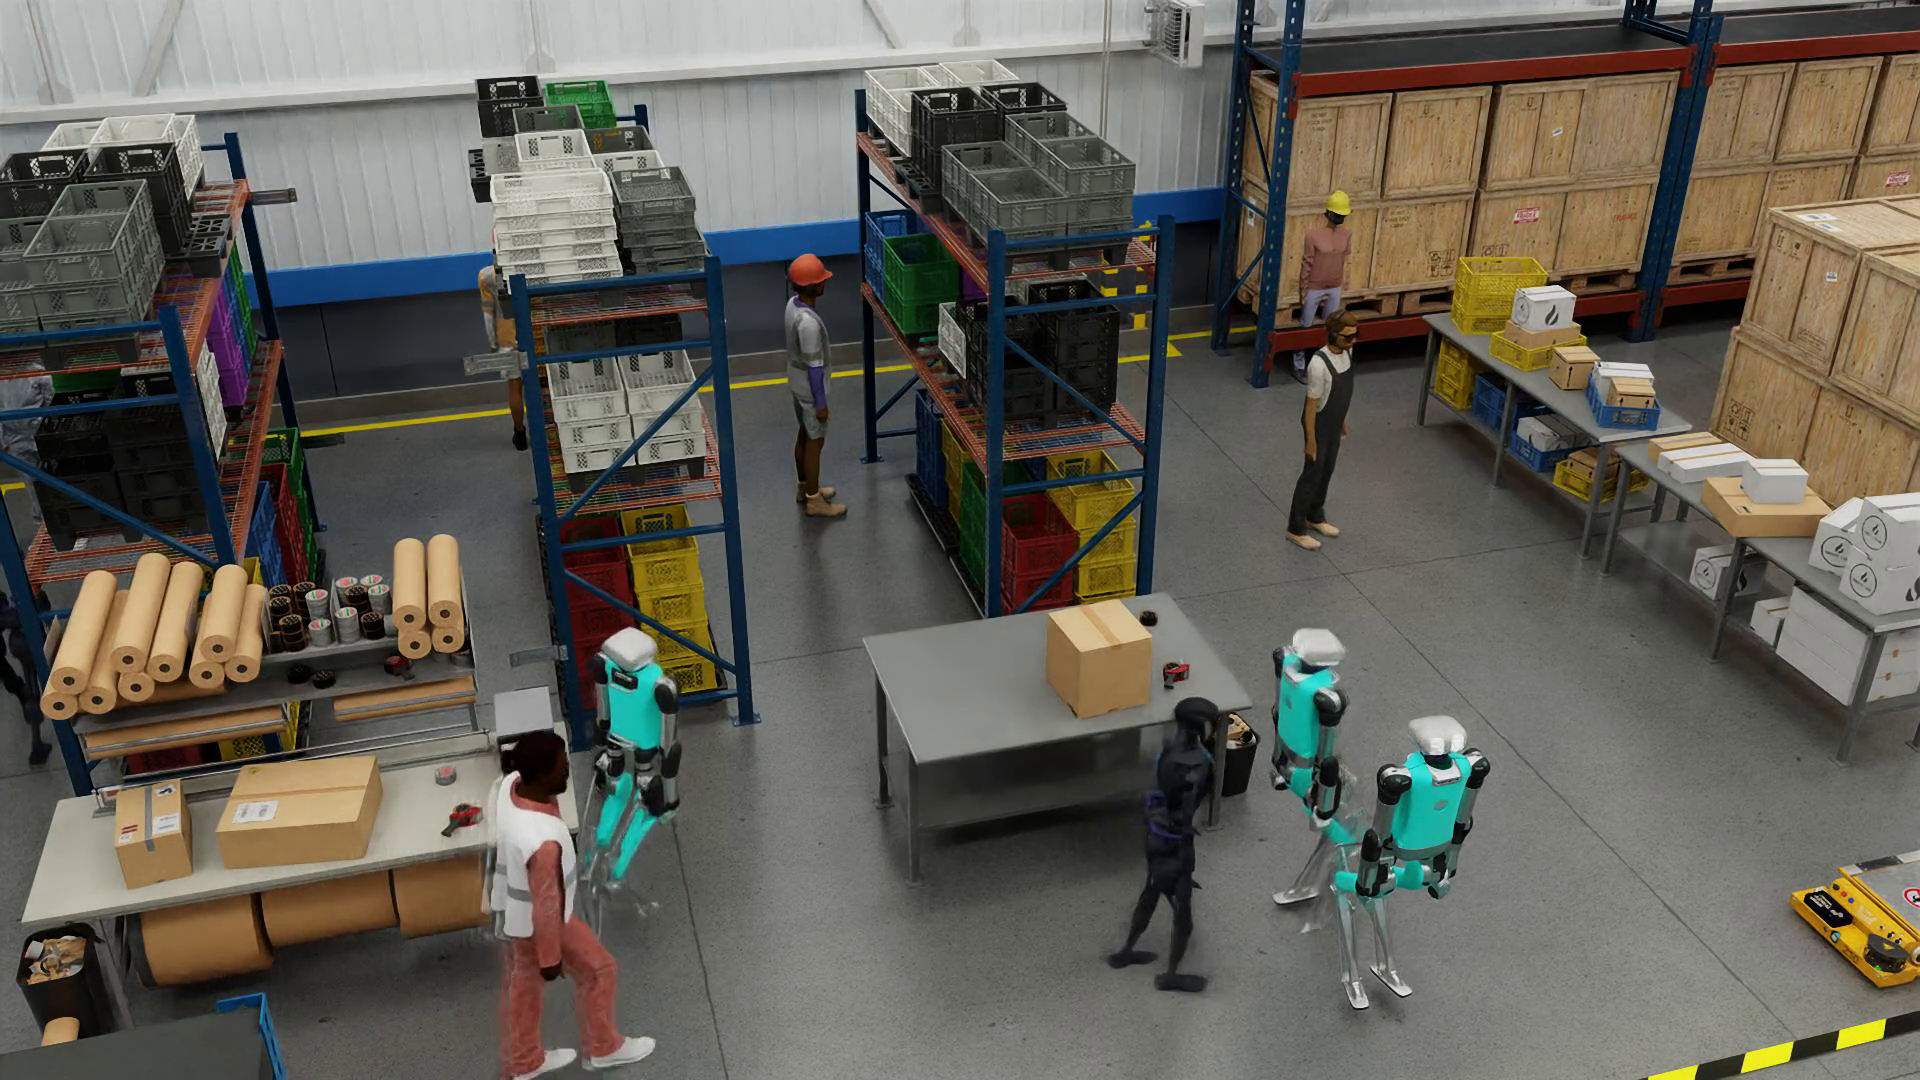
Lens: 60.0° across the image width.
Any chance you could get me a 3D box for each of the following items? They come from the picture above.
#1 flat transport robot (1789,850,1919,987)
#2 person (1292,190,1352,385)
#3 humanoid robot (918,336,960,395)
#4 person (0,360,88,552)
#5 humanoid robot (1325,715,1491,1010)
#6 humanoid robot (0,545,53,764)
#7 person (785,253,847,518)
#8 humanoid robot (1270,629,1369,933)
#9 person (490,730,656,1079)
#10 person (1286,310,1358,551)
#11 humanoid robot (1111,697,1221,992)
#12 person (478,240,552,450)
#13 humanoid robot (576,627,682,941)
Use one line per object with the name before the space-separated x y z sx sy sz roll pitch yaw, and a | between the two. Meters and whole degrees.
flat transport robot | 5.163 1.916 8.676 1.431 0.231 0.659 -8 30 -14
person | 3.222 -2.229 14.673 0.522 1.761 0.336 -10 30 -18
humanoid robot | -0.121 -2.008 14.325 0.664 1.830 0.547 12 31 21
person | -6.660 -0.725 11.947 0.485 1.744 0.294 -1 29 -2
humanoid robot | 2.029 1.438 7.880 0.533 1.677 0.735 -8 30 -15
humanoid robot | -5.673 0.496 9.842 0.600 1.623 0.785 -8 30 -14
person | -1.093 -1.145 12.400 0.360 2.047 0.612 -9 30 -16
humanoid robot | 1.895 1.196 8.426 0.678 1.770 0.540 -10 30 -18
person | -1.778 1.639 7.492 0.786 1.888 0.607 -17 33 -28
person | 2.631 -0.799 11.993 0.336 1.838 0.505 21 35 33
humanoid robot | 1.001 1.464 8.057 0.443 1.641 0.588 0 29 0
person | -3.541 -1.649 13.450 0.555 1.931 0.379 -6 29 -10
humanoid robot | -1.746 1.375 8.220 0.565 1.838 0.810 16 32 26
